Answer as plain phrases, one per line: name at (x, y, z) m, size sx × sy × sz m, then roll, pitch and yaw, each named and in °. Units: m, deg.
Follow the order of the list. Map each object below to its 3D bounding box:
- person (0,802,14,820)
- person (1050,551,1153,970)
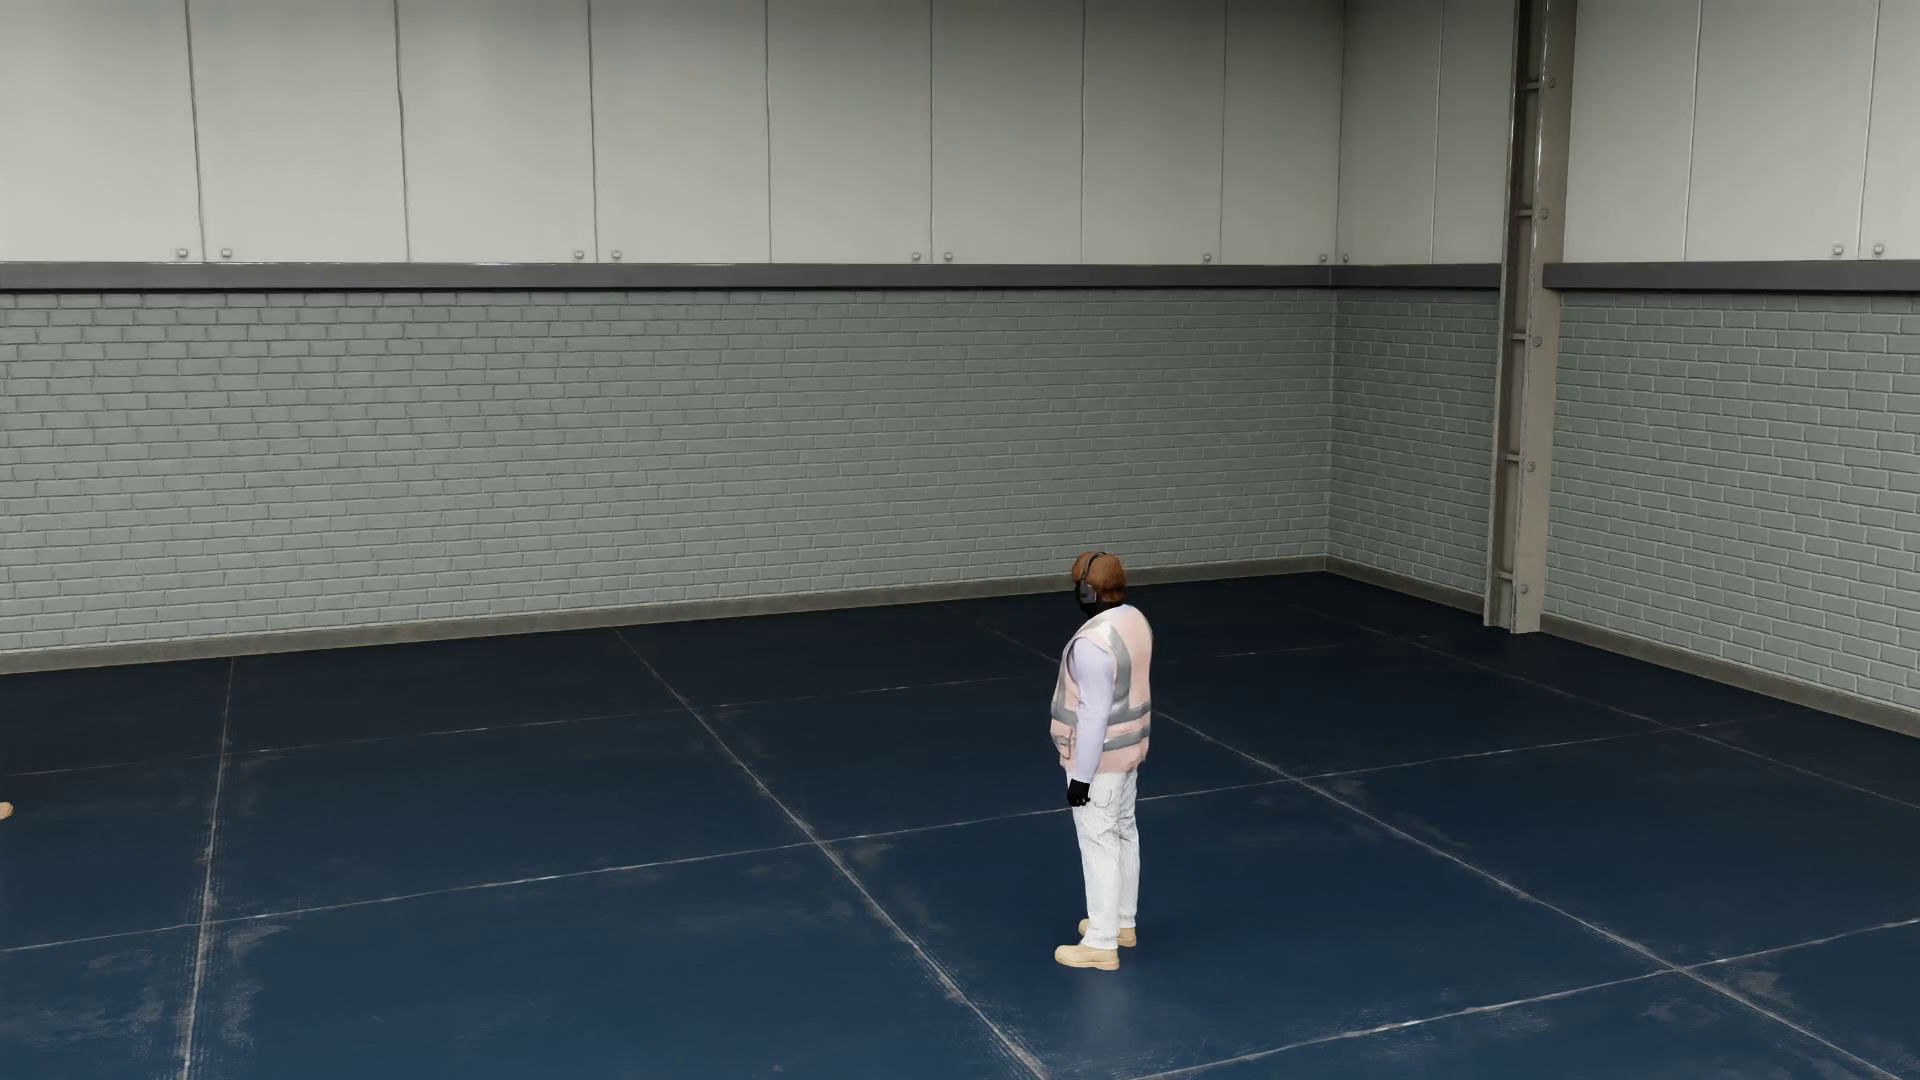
person at (-5.581, 0.670, 9.138) m, size 0.633 × 1.840 × 0.429 m, roll 0°, pitch 9°, yaw 3°
person at (0.613, 0.958, 7.328) m, size 0.429 × 1.839 × 0.634 m, roll 4°, pitch 10°, yaw 25°
